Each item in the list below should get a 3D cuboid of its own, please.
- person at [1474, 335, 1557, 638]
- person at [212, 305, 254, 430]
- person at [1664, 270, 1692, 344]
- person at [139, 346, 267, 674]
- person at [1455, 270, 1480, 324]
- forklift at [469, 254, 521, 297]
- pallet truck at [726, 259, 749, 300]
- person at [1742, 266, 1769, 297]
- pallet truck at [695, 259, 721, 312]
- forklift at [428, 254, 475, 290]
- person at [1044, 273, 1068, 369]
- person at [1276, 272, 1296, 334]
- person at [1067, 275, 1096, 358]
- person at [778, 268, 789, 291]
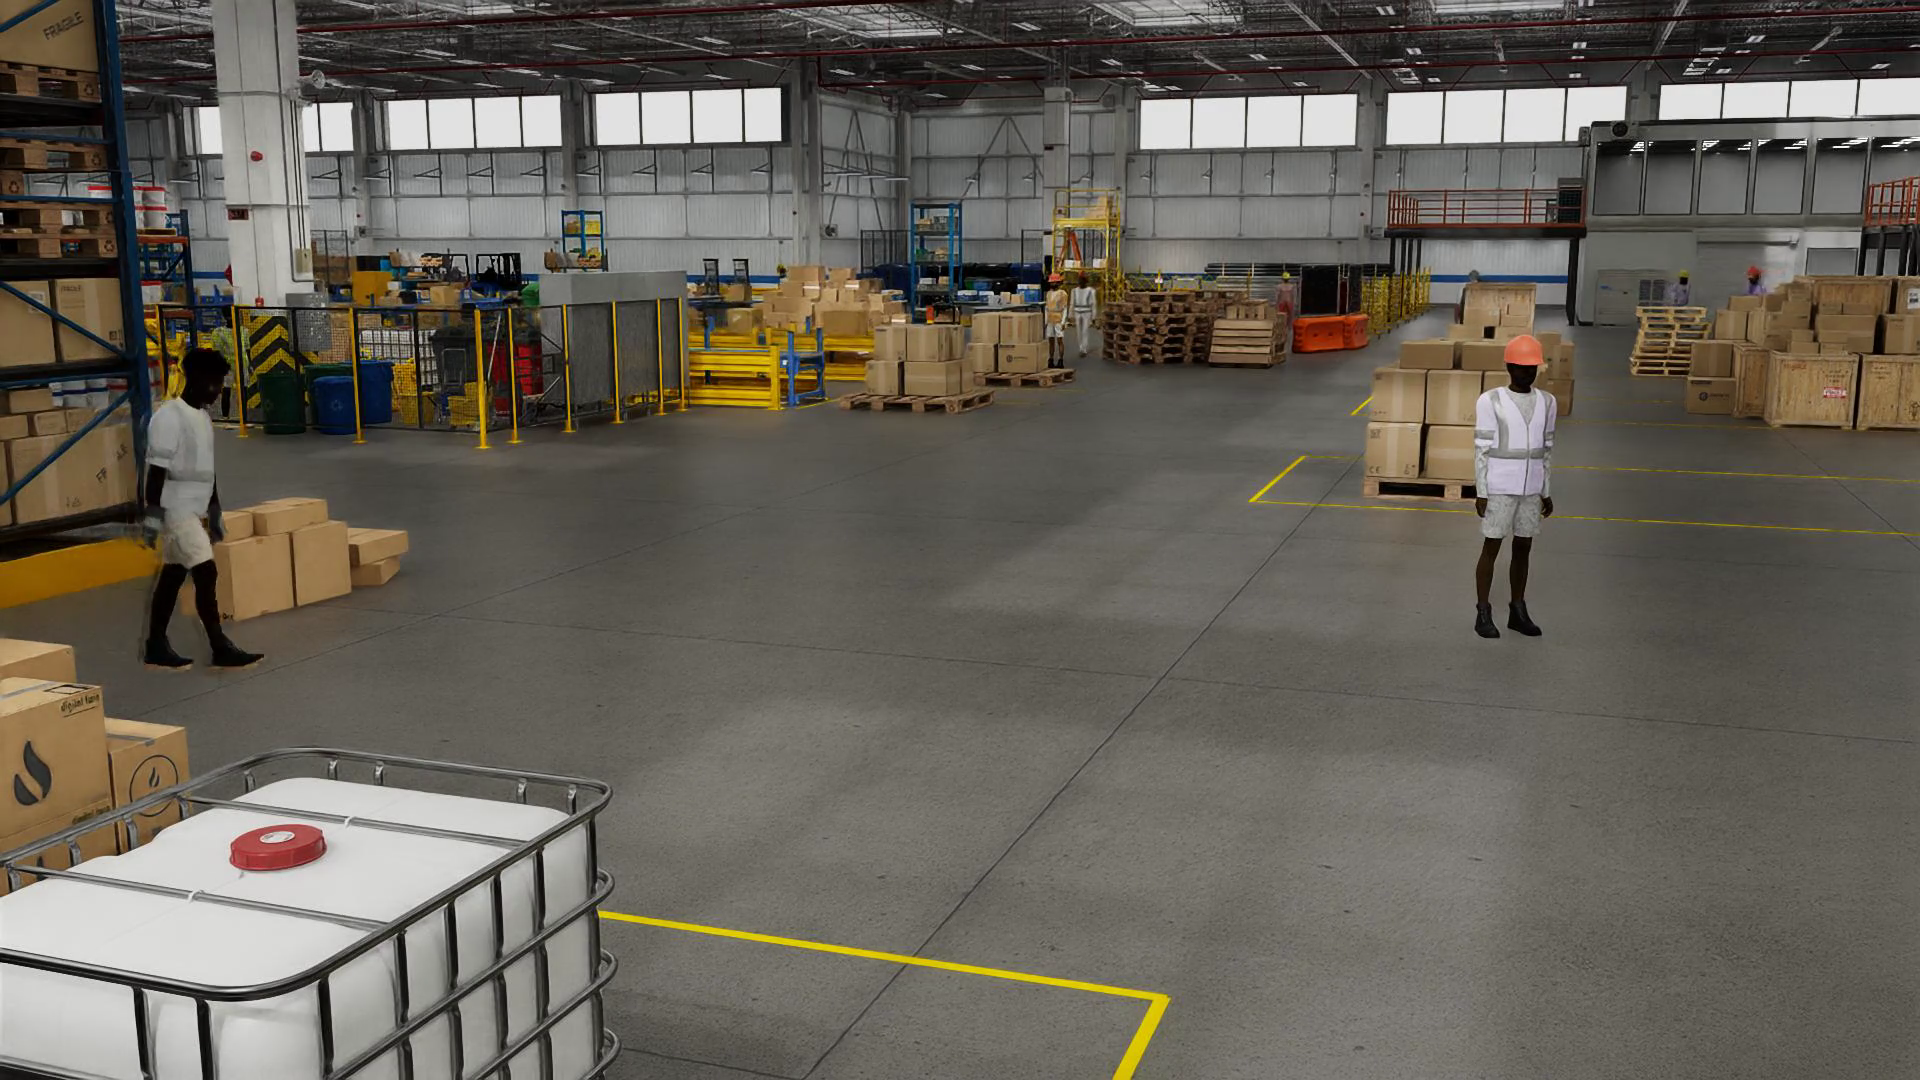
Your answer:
[{"bbox_3d":[3.546,-0.336,10.622,0.545,1.938,0.356,-2,10,-12],"label":"person"},{"bbox_3d":[-9.861,-2.343,22.594,0.316,1.698,0.541,8,13,39],"label":"person"},{"bbox_3d":[17.695,-5.663,40.774,0.612,1.872,1.002,-4,11,-19],"label":"person"},{"bbox_3d":[-4.445,-0.165,9.734,0.860,1.911,0.671,-2,10,-9],"label":"person"},{"bbox_3d":[10.406,-4.496,33.758,0.694,2.000,0.904,6,12,32],"label":"person"},{"bbox_3d":[-17.990,-10.121,64.684,1.157,1.987,2.680,3,11,17],"label":"forklift"},{"bbox_3d":[-7.986,-9.493,62.019,0.823,1.965,1.885,3,11,17],"label":"pallet truck"},{"bbox_3d":[17.544,-5.014,36.694,0.615,2.033,0.648,-6,12,-31],"label":"person"},{"bbox_3d":[-9.165,-9.627,62.776,0.823,1.965,1.885,4,11,23],"label":"pallet truck"},{"bbox_3d":[-20.133,-10.254,65.465,1.157,1.987,2.680,3,11,19],"label":"forklift"},{"bbox_3d":[1.922,-4.434,33.694,0.544,1.939,0.354,9,14,42],"label":"person"},{"bbox_3d":[9.098,-6.589,46.360,0.560,1.739,0.700,0,10,0],"label":"person"},{"bbox_3d":[2.663,-4.924,36.725,0.595,1.828,0.995,4,11,23],"label":"person"},{"bbox_3d":[-5.283,-7.087,48.924,0.827,1.829,0.597,-5,11,-27],"label":"person"}]
